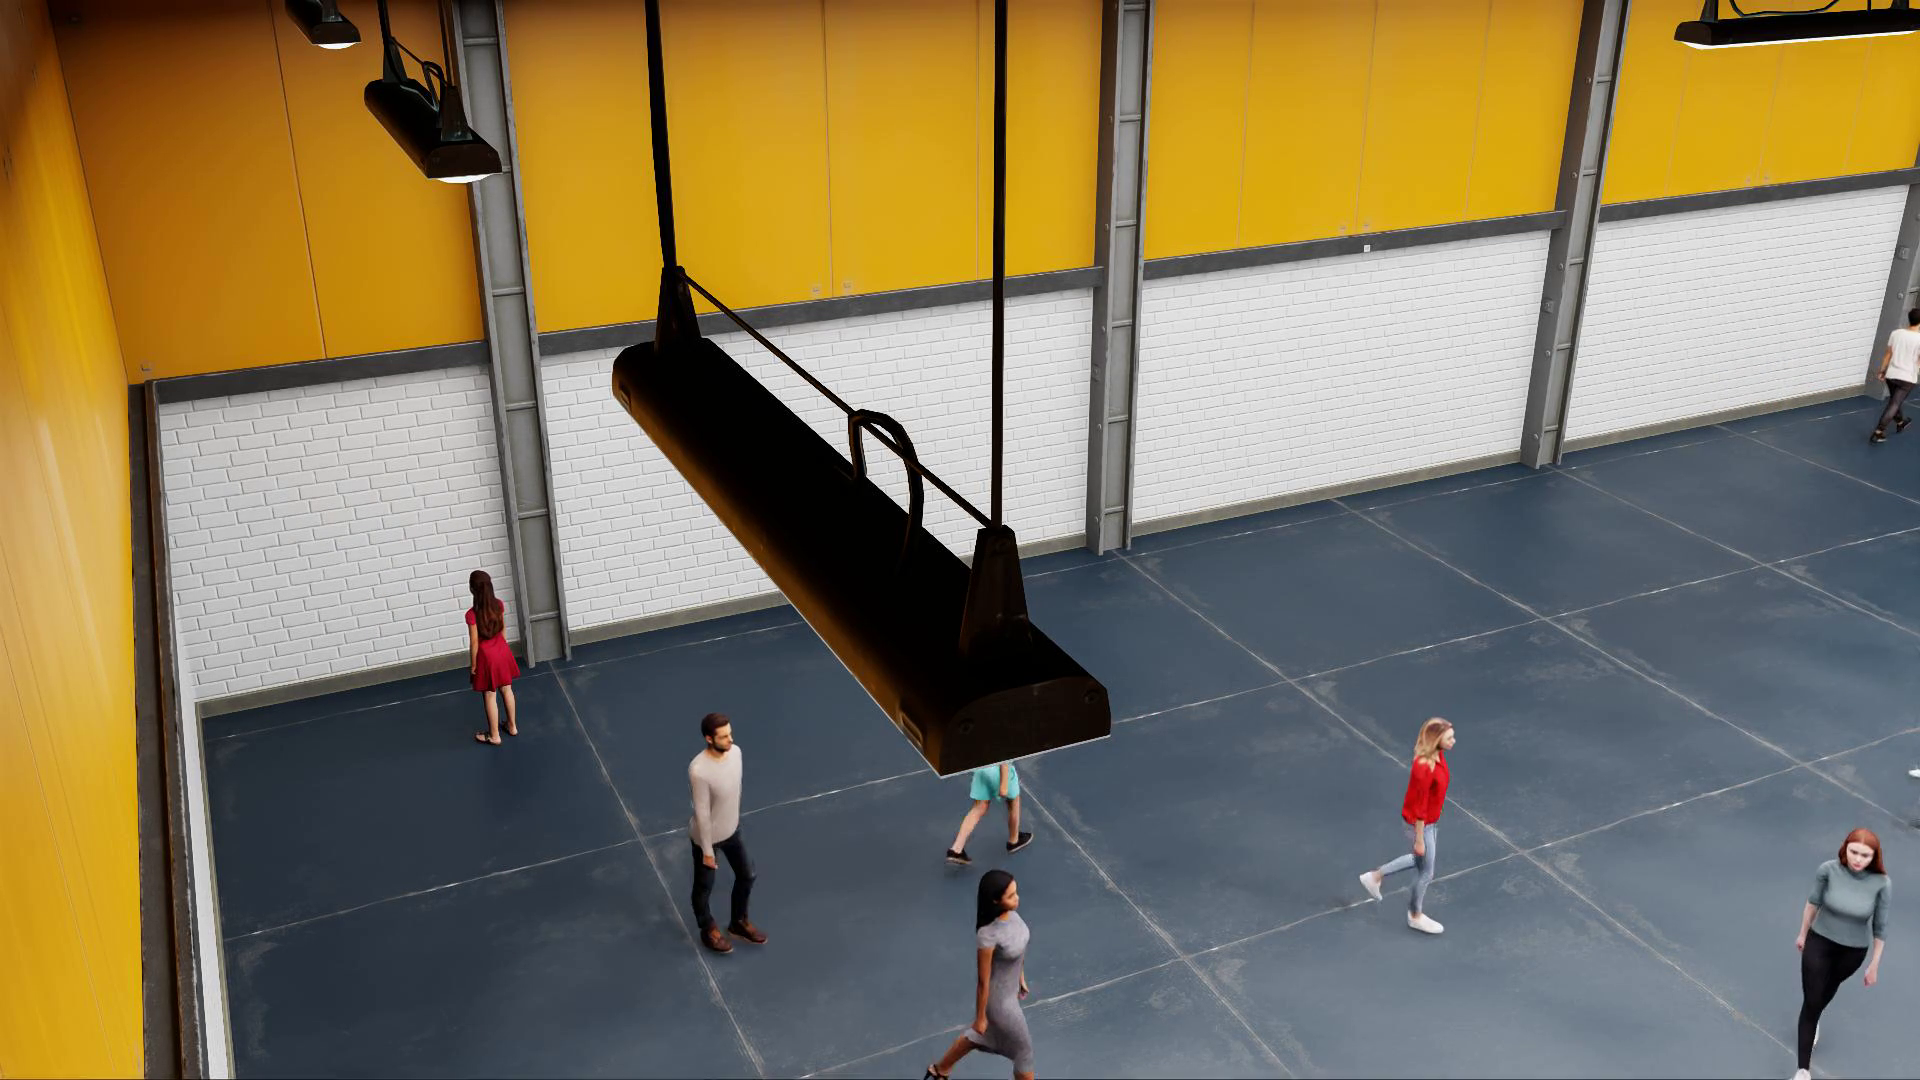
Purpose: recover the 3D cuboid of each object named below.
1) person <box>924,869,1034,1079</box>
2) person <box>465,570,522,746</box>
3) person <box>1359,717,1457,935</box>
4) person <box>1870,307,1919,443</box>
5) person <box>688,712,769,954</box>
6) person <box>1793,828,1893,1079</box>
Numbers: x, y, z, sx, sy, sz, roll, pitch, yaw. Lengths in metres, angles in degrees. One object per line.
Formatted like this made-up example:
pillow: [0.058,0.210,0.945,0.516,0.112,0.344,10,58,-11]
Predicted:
person: [0.136,2.677,9.696,1.137,1.742,1.056,8,25,17]
person: [-3.913,0.961,13.856,0.722,1.554,0.663,16,28,32]
person: [3.110,1.940,11.449,0.956,1.688,0.912,10,26,22]
person: [11.545,-2.001,20.474,1.087,1.680,0.713,-13,27,-27]
person: [-1.715,1.954,11.213,0.868,1.851,0.776,17,29,34]
person: [5.380,2.487,10.196,1.042,1.689,1.201,12,27,26]
